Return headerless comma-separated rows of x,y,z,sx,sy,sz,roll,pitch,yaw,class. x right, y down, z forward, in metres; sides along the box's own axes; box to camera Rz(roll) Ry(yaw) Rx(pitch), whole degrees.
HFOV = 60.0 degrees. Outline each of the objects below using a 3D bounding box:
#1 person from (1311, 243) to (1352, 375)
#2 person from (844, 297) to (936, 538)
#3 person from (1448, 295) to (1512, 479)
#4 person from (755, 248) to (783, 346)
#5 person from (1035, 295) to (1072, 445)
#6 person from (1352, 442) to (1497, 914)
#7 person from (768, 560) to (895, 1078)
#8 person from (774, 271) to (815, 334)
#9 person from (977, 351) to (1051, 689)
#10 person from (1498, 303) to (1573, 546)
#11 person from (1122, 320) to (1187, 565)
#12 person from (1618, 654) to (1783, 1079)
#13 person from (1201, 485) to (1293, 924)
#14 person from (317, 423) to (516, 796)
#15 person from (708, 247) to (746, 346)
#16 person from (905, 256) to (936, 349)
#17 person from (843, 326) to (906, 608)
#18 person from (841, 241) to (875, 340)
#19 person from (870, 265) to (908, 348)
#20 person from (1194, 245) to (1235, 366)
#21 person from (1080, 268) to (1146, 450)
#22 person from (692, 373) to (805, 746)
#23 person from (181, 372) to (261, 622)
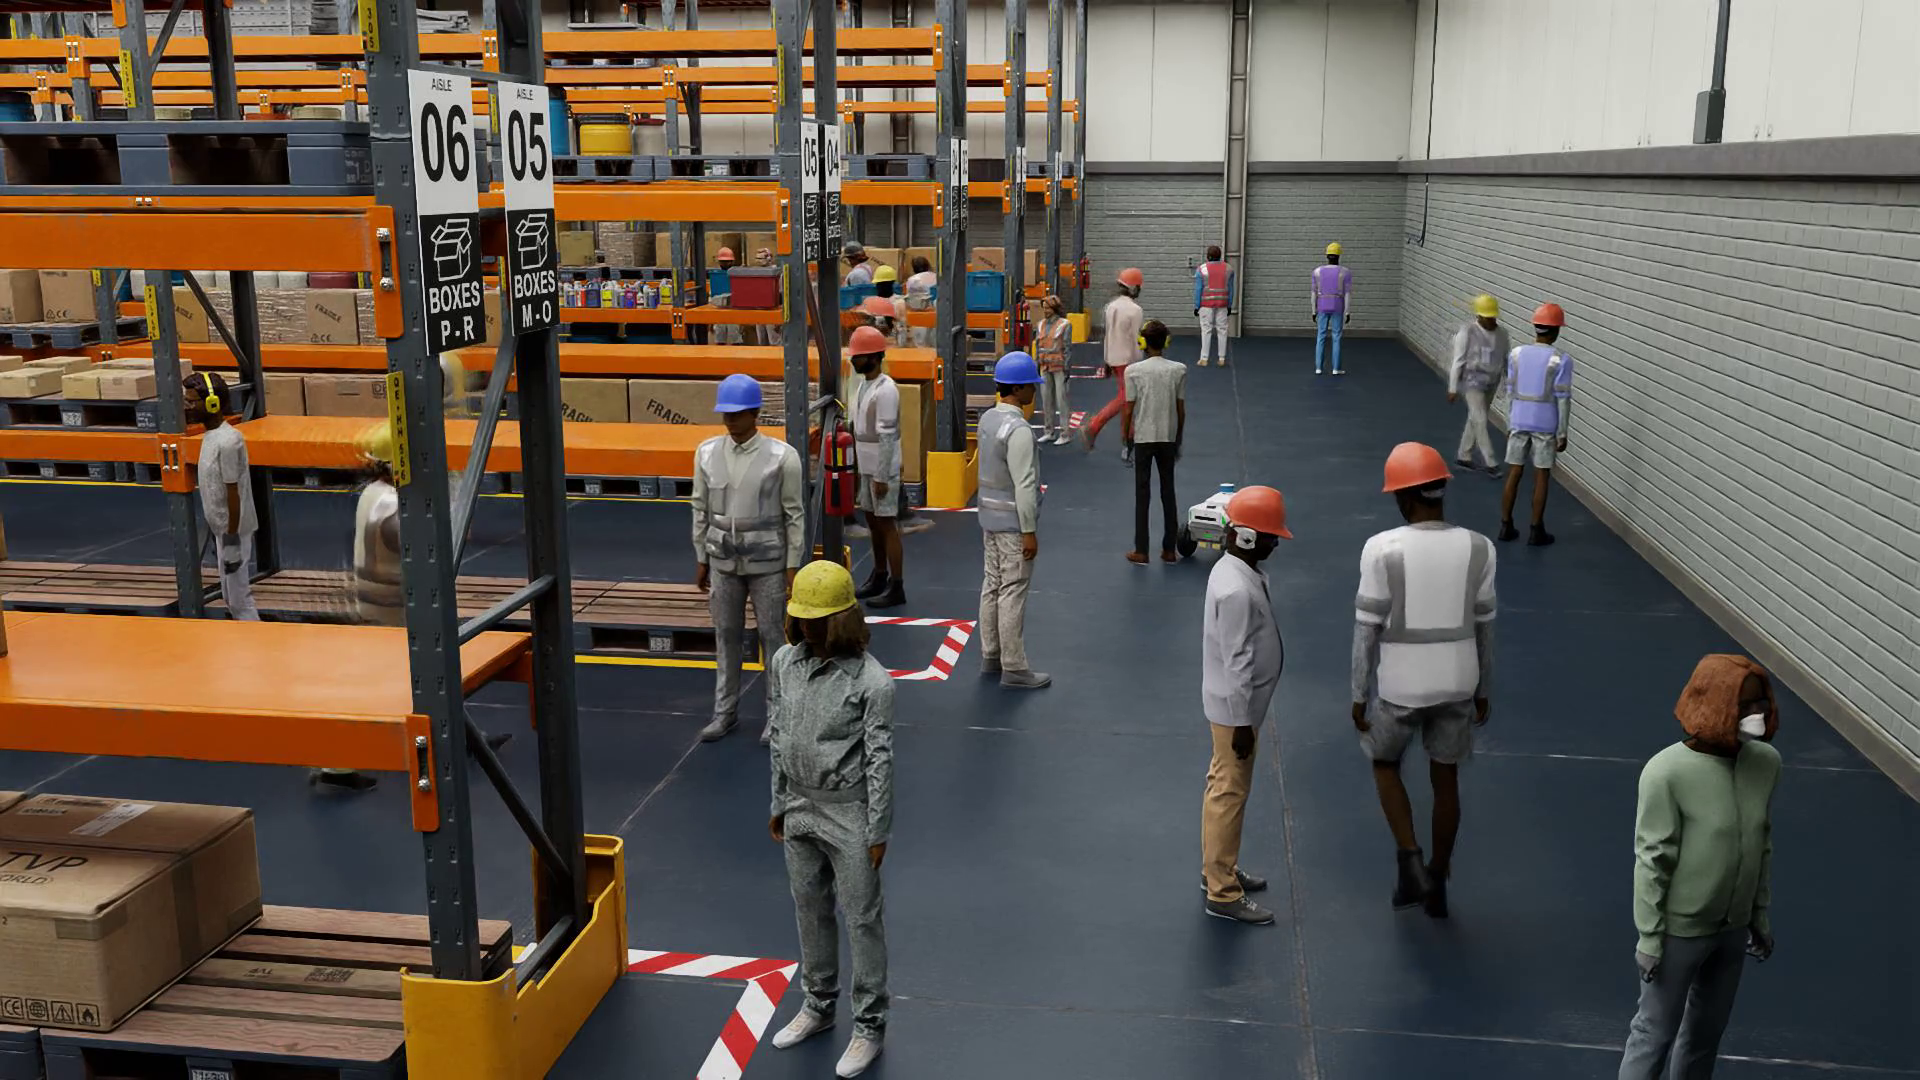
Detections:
5.441,-3.379,24.387,0.587,1.927,0.369,6,14,25,person
-0.595,-0.974,13.482,0.921,1.946,0.663,2,13,7,person
5.154,-1.499,16.224,0.688,1.770,0.831,-6,14,-25,person
-2.718,-3.151,23.431,0.399,1.899,0.647,-11,16,-40,person
1.028,-1.860,18.208,0.313,1.630,0.527,-12,17,-42,person
1.836,0.567,6.609,0.586,1.907,0.498,0,12,-2,person
-0.435,0.907,5.481,0.482,1.737,0.331,9,15,34,person
-2.224,-3.002,22.577,0.480,1.966,0.656,11,17,41,person
0.297,-0.114,9.596,0.388,1.947,0.613,-5,13,-21,person
4.619,-0.921,13.293,0.396,1.931,0.546,-12,17,-43,person
1.464,-0.735,12.632,0.492,1.853,0.360,-2,13,-9,person
2.127,1.114,4.764,0.500,1.636,0.280,-6,14,-24,person
1.131,0.642,6.645,0.333,1.745,0.559,1,13,6,person
-2.703,0.321,8.019,0.974,1.789,0.587,-6,14,-25,person
-3.183,-3.011,22.698,0.552,1.939,0.355,3,13,14,person
-0.458,-3.027,23.056,0.652,1.813,0.683,-11,16,-40,person
-0.599,-0.499,11.393,0.393,1.929,0.555,-5,14,-23,person
-1.431,-3.081,22.780,0.536,2.000,0.672,3,13,12,person
-0.811,-2.120,18.707,0.386,1.922,0.594,-7,14,-28,person
3.888,-3.595,25.549,0.621,1.847,0.429,-2,13,-8,person
1.669,-1.897,17.635,0.864,1.967,0.609,-5,14,-23,person
-1.098,0.105,8.607,0.605,1.948,0.406,4,13,16,person
-4.149,-0.024,9.407,0.327,1.861,0.499,-9,15,-35,person
